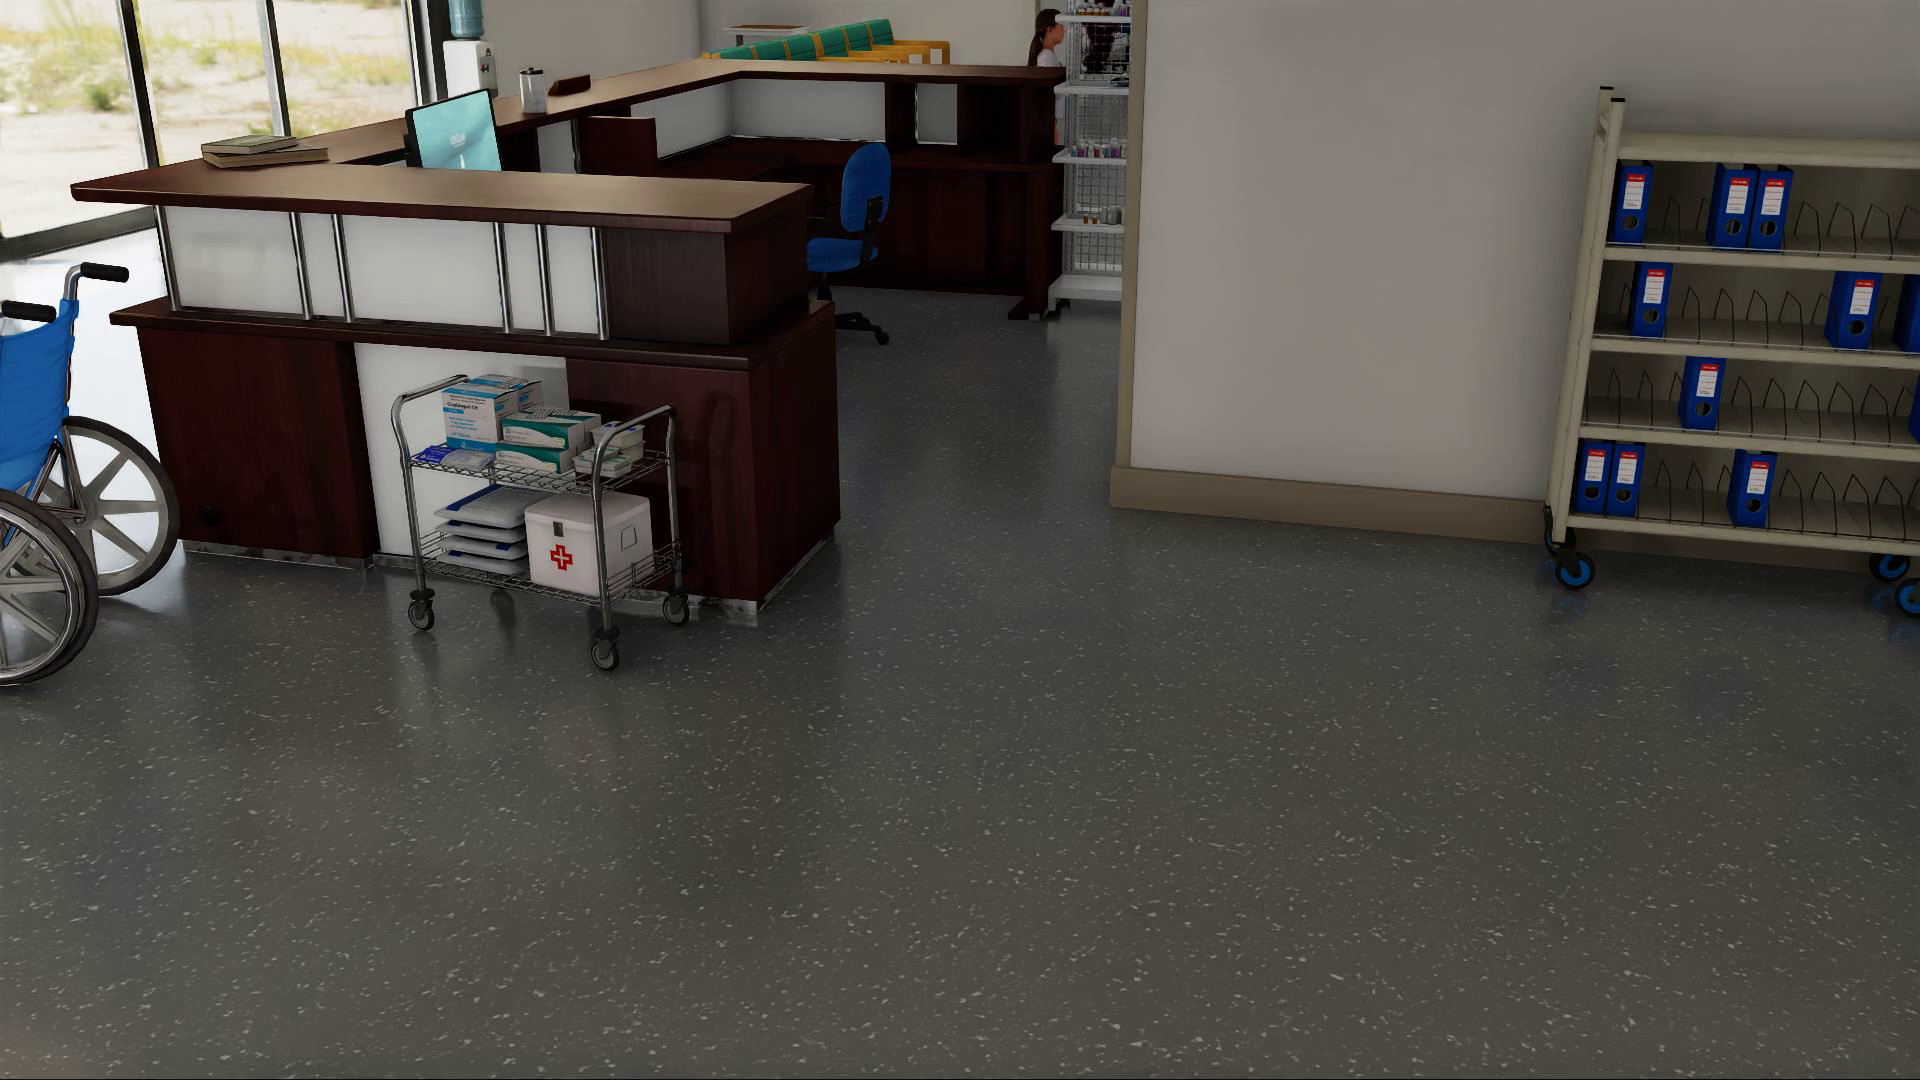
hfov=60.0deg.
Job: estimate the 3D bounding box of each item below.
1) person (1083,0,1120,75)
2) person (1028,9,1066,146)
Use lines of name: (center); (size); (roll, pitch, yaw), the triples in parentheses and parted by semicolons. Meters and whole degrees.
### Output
person: (1.733, -6.485, 20.849); (1.098, 1.722, 0.903); (12, 24, 29)
person: (0.582, -2.922, 11.667); (0.609, 1.561, 0.594); (-2, 21, -5)
